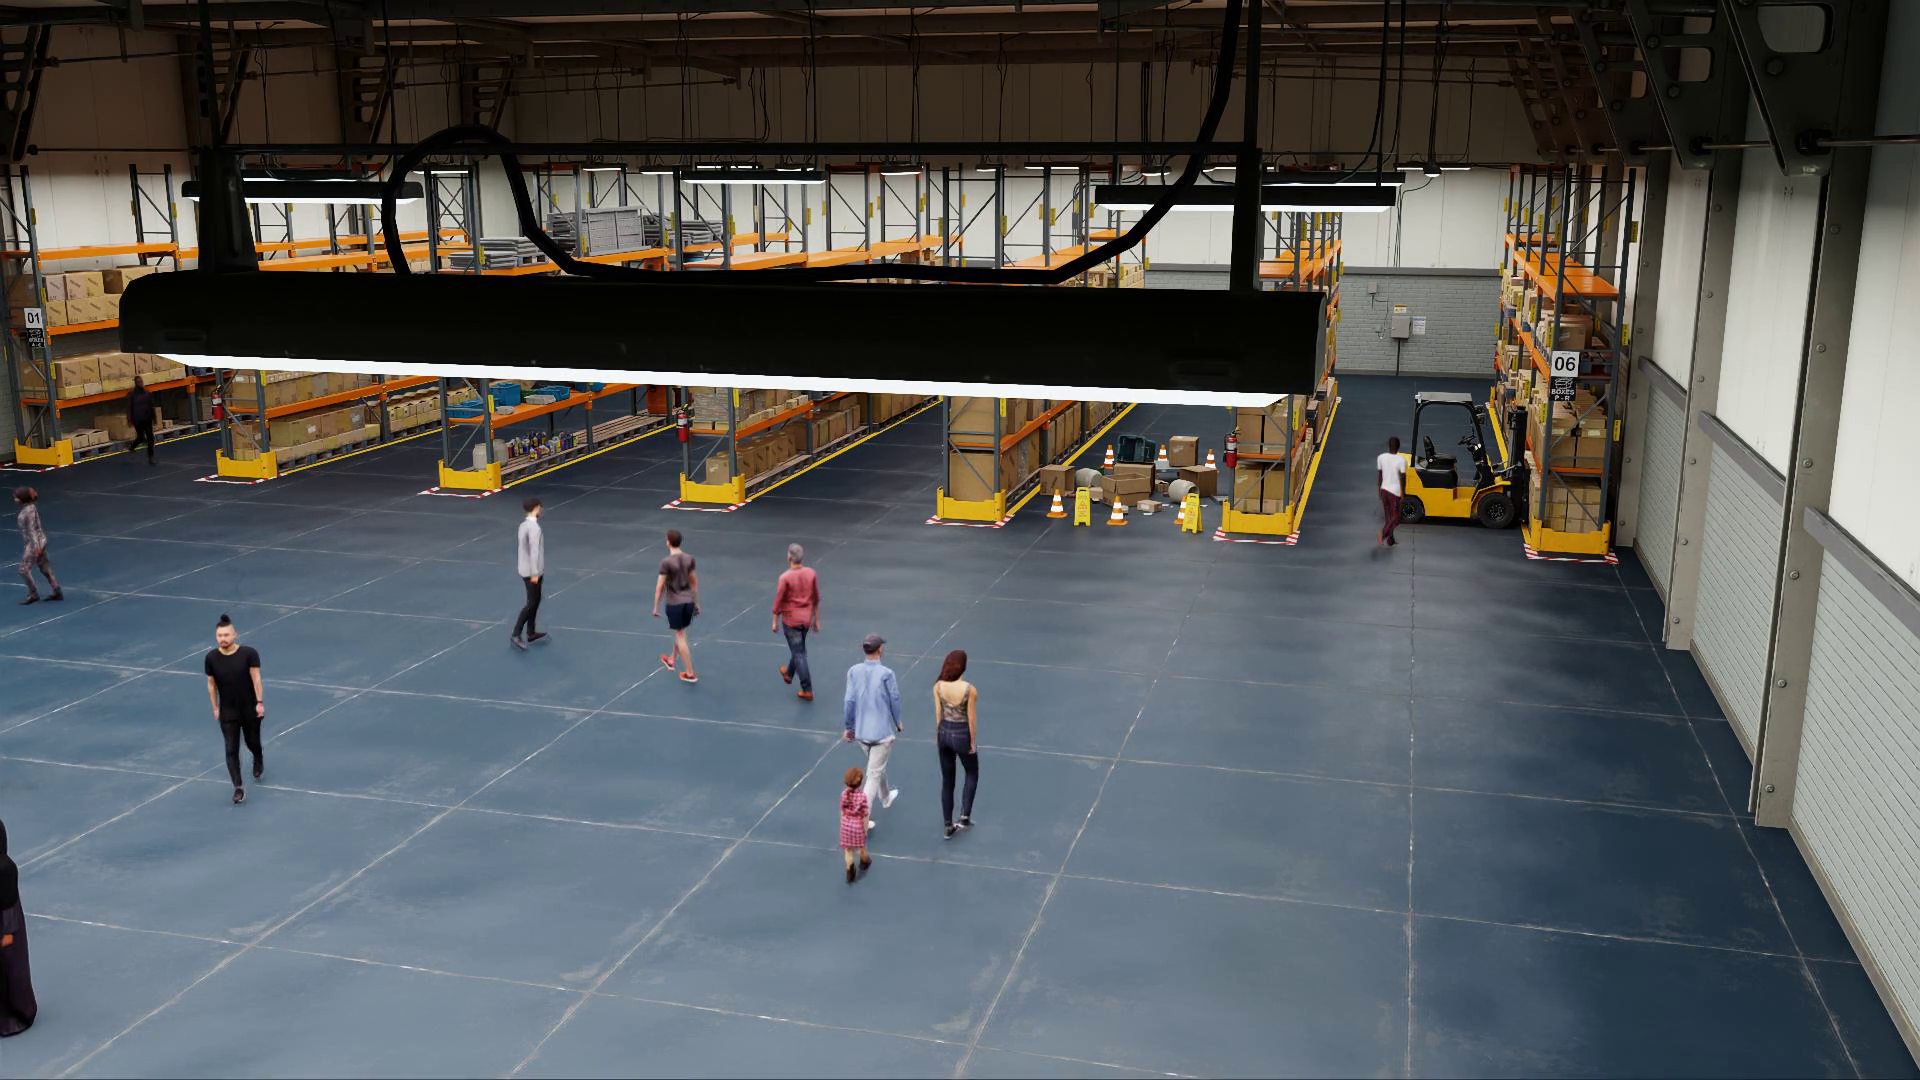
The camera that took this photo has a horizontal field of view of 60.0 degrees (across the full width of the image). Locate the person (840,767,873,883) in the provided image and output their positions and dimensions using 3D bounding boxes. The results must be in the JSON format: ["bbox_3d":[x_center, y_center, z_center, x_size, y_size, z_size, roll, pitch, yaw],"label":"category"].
[{"bbox_3d":[-0.942,2.484,14.476,0.437,1.008,0.616,3,13,11],"label":"person"}]

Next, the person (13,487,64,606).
[{"bbox_3d":[-12.895,0.083,23.343,0.972,1.686,0.912,-6,14,-25],"label":"person"}]

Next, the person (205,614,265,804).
[{"bbox_3d":[-7.095,1.611,16.397,1.012,1.843,1.187,-3,13,-14],"label":"person"}]

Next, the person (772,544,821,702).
[{"bbox_3d":[-1.837,0.979,19.247,1.201,1.789,1.205,-10,16,-36],"label":"person"}]

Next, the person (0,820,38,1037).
[{"bbox_3d":[-6.937,2.750,11.984,0.683,1.615,0.696,9,16,34],"label":"person"}]

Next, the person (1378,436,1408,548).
[{"bbox_3d":[6.862,-0.734,26.583,0.920,1.817,1.073,12,18,42],"label":"person"}]

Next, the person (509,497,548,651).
[{"bbox_3d":[-5.576,0.419,21.458,1.095,1.884,1.021,-4,14,-16],"label":"person"}]

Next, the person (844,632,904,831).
[{"bbox_3d":[-0.831,1.827,15.481,0.856,1.837,1.214,7,15,29],"label":"person"}]

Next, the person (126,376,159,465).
[{"bbox_3d":[-16.744,-2.439,33.950,1.001,1.814,1.021,8,15,32],"label":"person"}]

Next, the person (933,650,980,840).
[{"bbox_3d":[-0.072,1.907,15.325,0.620,1.751,0.659,5,14,19],"label":"person"}]

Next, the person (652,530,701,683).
[{"bbox_3d":[-3.308,0.817,19.878,1.118,1.820,1.074,-12,18,-42],"label":"person"}]
